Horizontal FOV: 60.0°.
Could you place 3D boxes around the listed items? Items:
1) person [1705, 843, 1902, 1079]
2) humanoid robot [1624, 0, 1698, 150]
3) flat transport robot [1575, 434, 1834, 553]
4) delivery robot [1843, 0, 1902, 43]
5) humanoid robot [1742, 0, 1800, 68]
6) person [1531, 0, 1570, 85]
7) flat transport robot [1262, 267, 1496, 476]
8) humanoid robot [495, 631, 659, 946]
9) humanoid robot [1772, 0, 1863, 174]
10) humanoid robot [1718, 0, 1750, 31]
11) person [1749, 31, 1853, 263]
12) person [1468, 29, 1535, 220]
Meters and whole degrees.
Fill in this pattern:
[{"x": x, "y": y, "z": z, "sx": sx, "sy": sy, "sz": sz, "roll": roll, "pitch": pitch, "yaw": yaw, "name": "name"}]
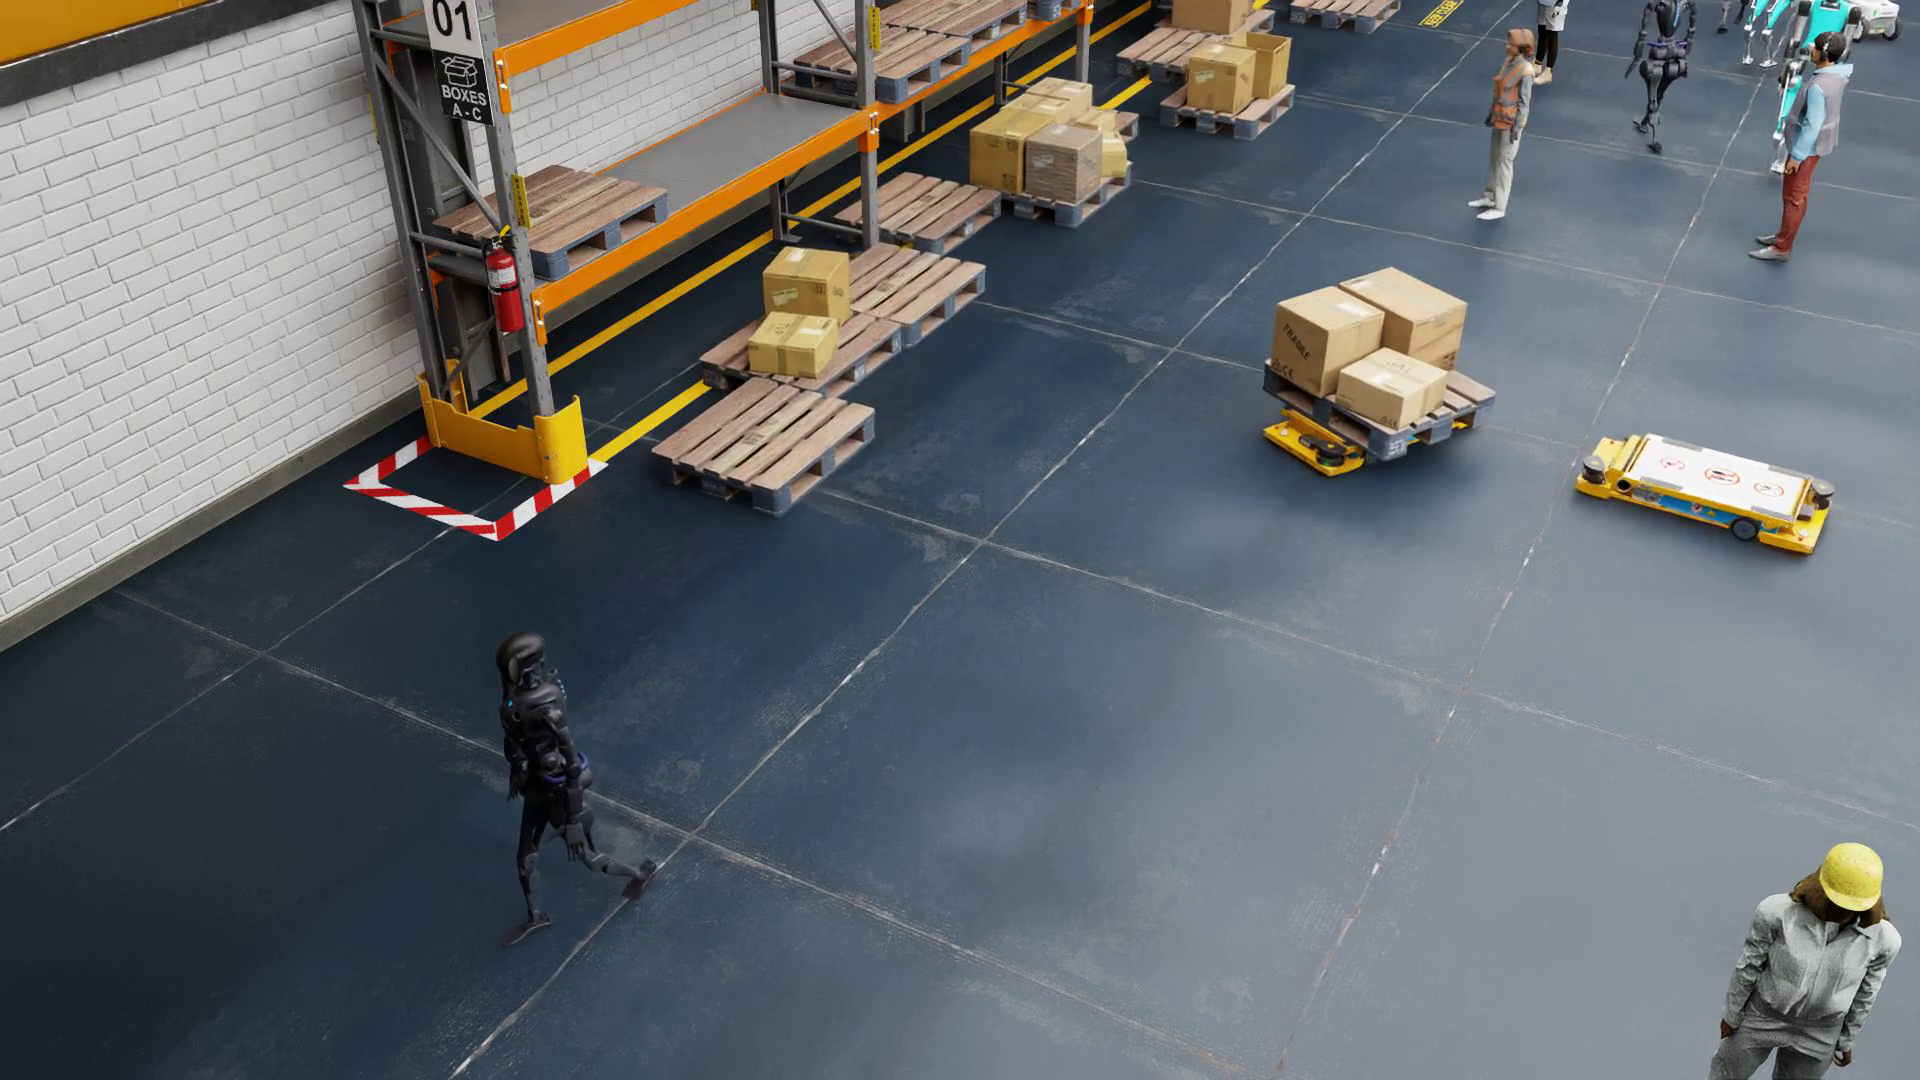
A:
[{"x": 3.056, "y": 1.780, "z": 6.118, "sx": 0.486, "sy": 1.744, "sz": 0.294, "roll": 9, "pitch": 34, "yaw": 13, "name": "person"}, {"x": 6.704, "y": -4.604, "z": 15.888, "sx": 0.602, "sy": 1.624, "sz": 0.802, "roll": -3, "pitch": 34, "yaw": -4, "name": "humanoid robot"}, {"x": 4.763, "y": -0.334, "z": 10.653, "sx": 1.431, "sy": 0.231, "sz": 0.659, "roll": 19, "pitch": 38, "yaw": 27, "name": "flat transport robot"}, {"x": 10.362, "y": -6.037, "z": 19.010, "sx": 0.499, "sy": 0.581, "sz": 0.774, "roll": -5, "pitch": 34, "yaw": -8, "name": "delivery robot"}, {"x": 8.551, "y": -5.811, "z": 17.487, "sx": 0.533, "sy": 1.677, "sz": 0.735, "roll": 28, "pitch": 43, "yaw": 35, "name": "humanoid robot"}, {"x": 6.181, "y": -5.632, "z": 17.374, "sx": 0.319, "sy": 1.696, "sz": 0.531, "roll": -3, "pitch": 34, "yaw": -5, "name": "person"}, {"x": 2.842, "y": -0.834, "z": 11.410, "sx": 1.431, "sy": 0.231, "sz": 0.659, "roll": -20, "pitch": 38, "yaw": -27, "name": "flat transport robot"}, {"x": -1.755, "y": 1.073, "z": 7.306, "sx": 0.763, "sy": 1.649, "sz": 0.608, "roll": -27, "pitch": 42, "yaw": -34, "name": "humanoid robot"}, {"x": 7.590, "y": -4.090, "z": 14.972, "sx": 0.531, "sy": 1.733, "sz": 0.896, "roll": 23, "pitch": 40, "yaw": 31, "name": "humanoid robot"}, {"x": 9.009, "y": -6.663, "z": 19.012, "sx": 0.608, "sy": 1.652, "sz": 0.771, "roll": 17, "pitch": 37, "yaw": 24, "name": "humanoid robot"}, {"x": 6.862, "y": -3.171, "z": 13.485, "sx": 0.416, "sy": 1.880, "sz": 0.534, "roll": 21, "pitch": 39, "yaw": 29, "name": "person"}, {"x": 4.700, "y": -3.586, "z": 14.331, "sx": 0.335, "sy": 1.636, "sz": 0.531, "roll": -3, "pitch": 34, "yaw": -4, "name": "person"}]
